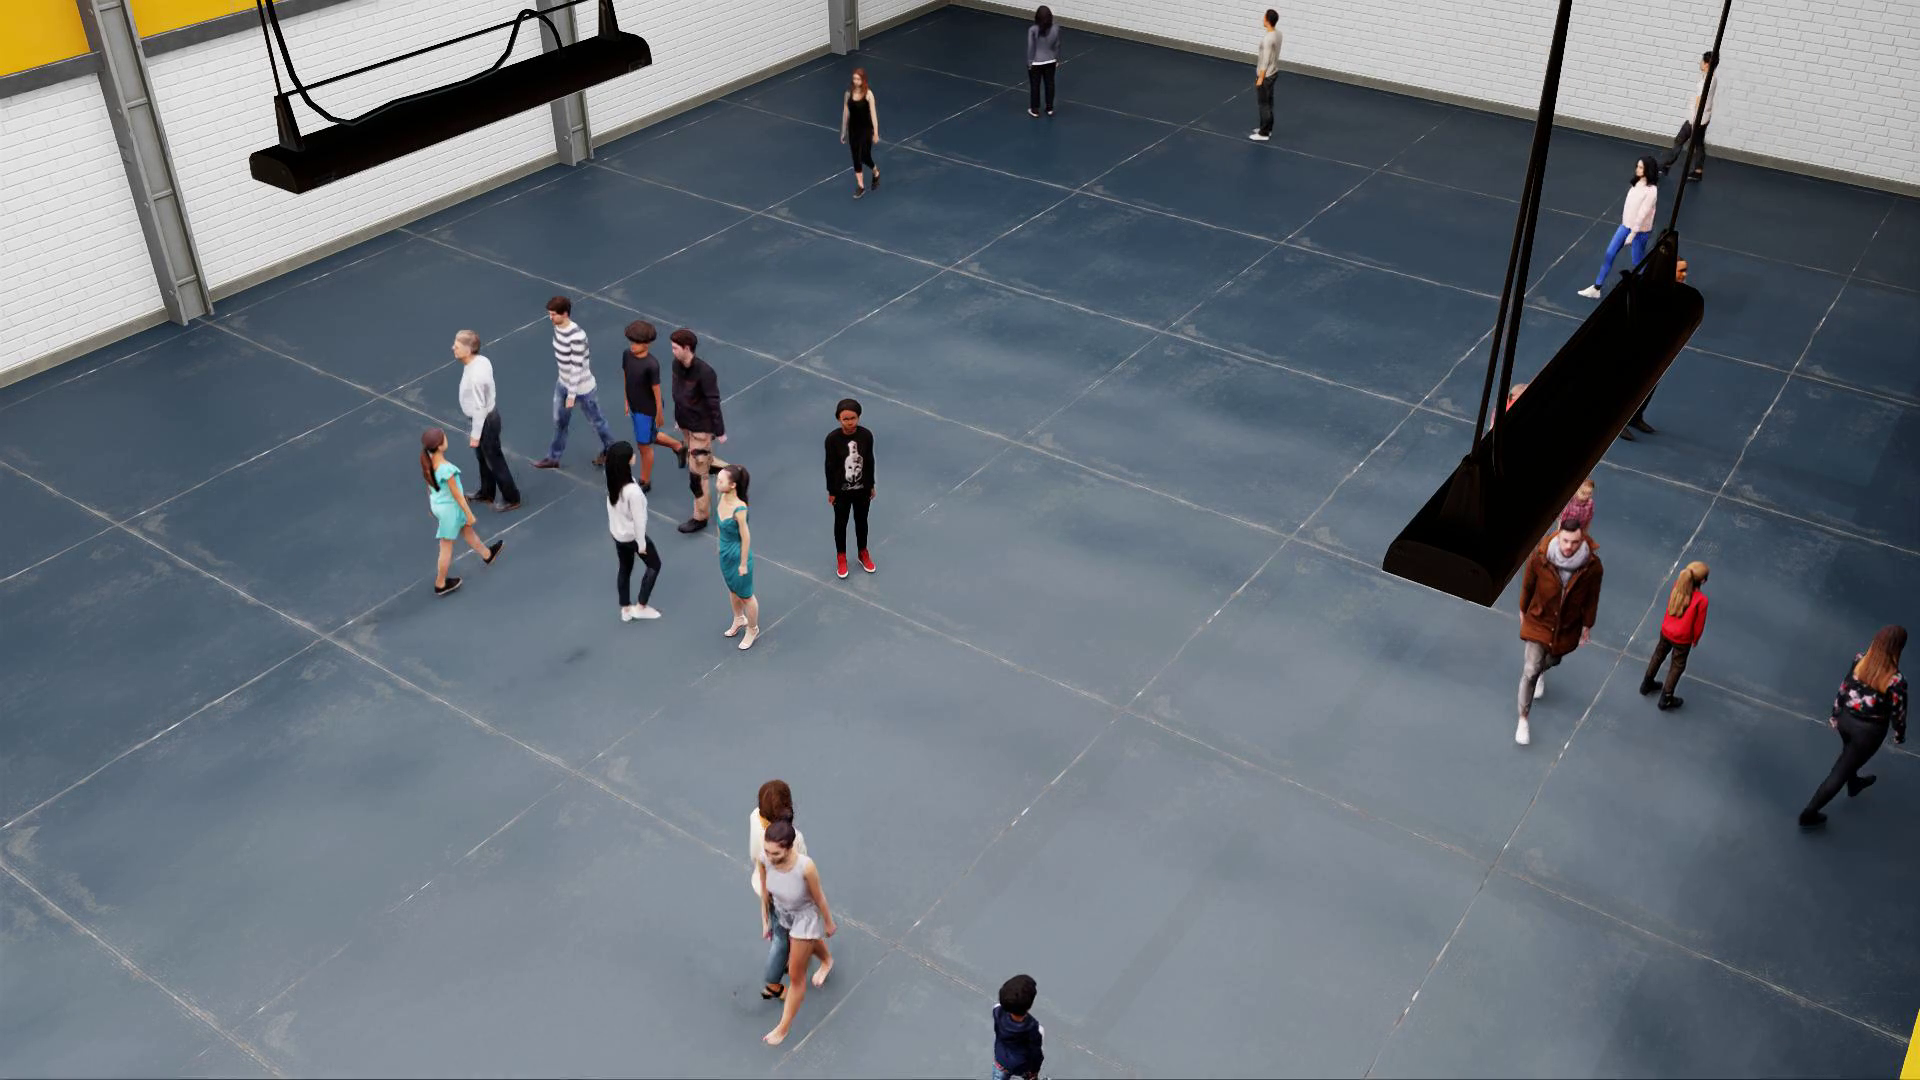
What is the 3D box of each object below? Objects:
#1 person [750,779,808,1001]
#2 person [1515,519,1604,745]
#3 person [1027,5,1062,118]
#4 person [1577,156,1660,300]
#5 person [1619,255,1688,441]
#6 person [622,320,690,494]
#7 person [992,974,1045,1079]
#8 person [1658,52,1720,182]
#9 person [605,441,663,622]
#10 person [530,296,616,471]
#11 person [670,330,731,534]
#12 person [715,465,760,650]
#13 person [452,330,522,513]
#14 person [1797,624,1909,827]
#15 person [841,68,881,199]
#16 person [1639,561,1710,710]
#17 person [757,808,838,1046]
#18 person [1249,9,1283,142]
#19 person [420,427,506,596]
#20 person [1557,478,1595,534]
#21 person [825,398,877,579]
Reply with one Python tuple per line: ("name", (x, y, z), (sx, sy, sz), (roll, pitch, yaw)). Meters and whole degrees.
("person", (-1.157, 2.161, 10.337), (0.782, 1.689, 0.743), (-21, 39, -29))
("person", (4.489, 0.596, 12.590), (1.033, 1.801, 1.259), (5, 34, 7))
("person", (1.196, -6.953, 24.131), (0.778, 1.597, 0.854), (-10, 35, -15))
("person", (7.702, -3.472, 18.766), (1.057, 1.738, 0.998), (-6, 34, -9))
("person", (6.740, -1.905, 16.248), (0.678, 1.916, 0.831), (-18, 38, -25))
("person", (-2.858, -1.270, 15.421), (0.711, 1.774, 1.070), (28, 43, 35))
("person", (0.277, 2.976, 9.548), (0.511, 1.203, 0.822), (21, 39, 28))
("person", (9.814, -5.555, 21.934), (0.771, 1.700, 0.881), (26, 41, 33))
("person", (-2.787, -0.024, 13.622), (0.634, 1.691, 0.677), (-28, 42, -35))
("person", (-3.535, -1.492, 15.720), (1.095, 1.812, 0.787), (-27, 42, -34))
("person", (-2.294, -1.036, 14.963), (0.803, 1.892, 1.176), (24, 41, 32))
("person", (-1.800, 0.131, 13.393), (0.580, 1.685, 0.599), (-22, 39, -29))
("person", (-4.288, -1.083, 15.096), (0.927, 1.823, 0.864), (-8, 34, -12))
("person", (6.245, 1.340, 11.615), (1.101, 1.640, 0.959), (-11, 35, -16))
("person", (-1.232, -5.300, 21.540), (0.645, 1.711, 0.730), (16, 37, 23))
("person", (5.563, 0.718, 12.877), (0.598, 1.280, 0.564), (-14, 36, -20))
("person", (-0.960, 2.253, 10.287), (0.643, 1.590, 1.064), (18, 38, 25))
("person", (4.310, -6.511, 23.272), (0.747, 1.810, 0.510), (16, 37, 23))
("person", (-4.389, -0.214, 14.059), (0.645, 1.524, 1.023), (28, 42, 35))
("person", (5.302, -0.128, 14.393), (0.556, 1.010, 0.663), (6, 34, 10))
("person", (-0.942, -0.466, 14.300), (0.665, 1.675, 0.747), (-10, 35, -15))
